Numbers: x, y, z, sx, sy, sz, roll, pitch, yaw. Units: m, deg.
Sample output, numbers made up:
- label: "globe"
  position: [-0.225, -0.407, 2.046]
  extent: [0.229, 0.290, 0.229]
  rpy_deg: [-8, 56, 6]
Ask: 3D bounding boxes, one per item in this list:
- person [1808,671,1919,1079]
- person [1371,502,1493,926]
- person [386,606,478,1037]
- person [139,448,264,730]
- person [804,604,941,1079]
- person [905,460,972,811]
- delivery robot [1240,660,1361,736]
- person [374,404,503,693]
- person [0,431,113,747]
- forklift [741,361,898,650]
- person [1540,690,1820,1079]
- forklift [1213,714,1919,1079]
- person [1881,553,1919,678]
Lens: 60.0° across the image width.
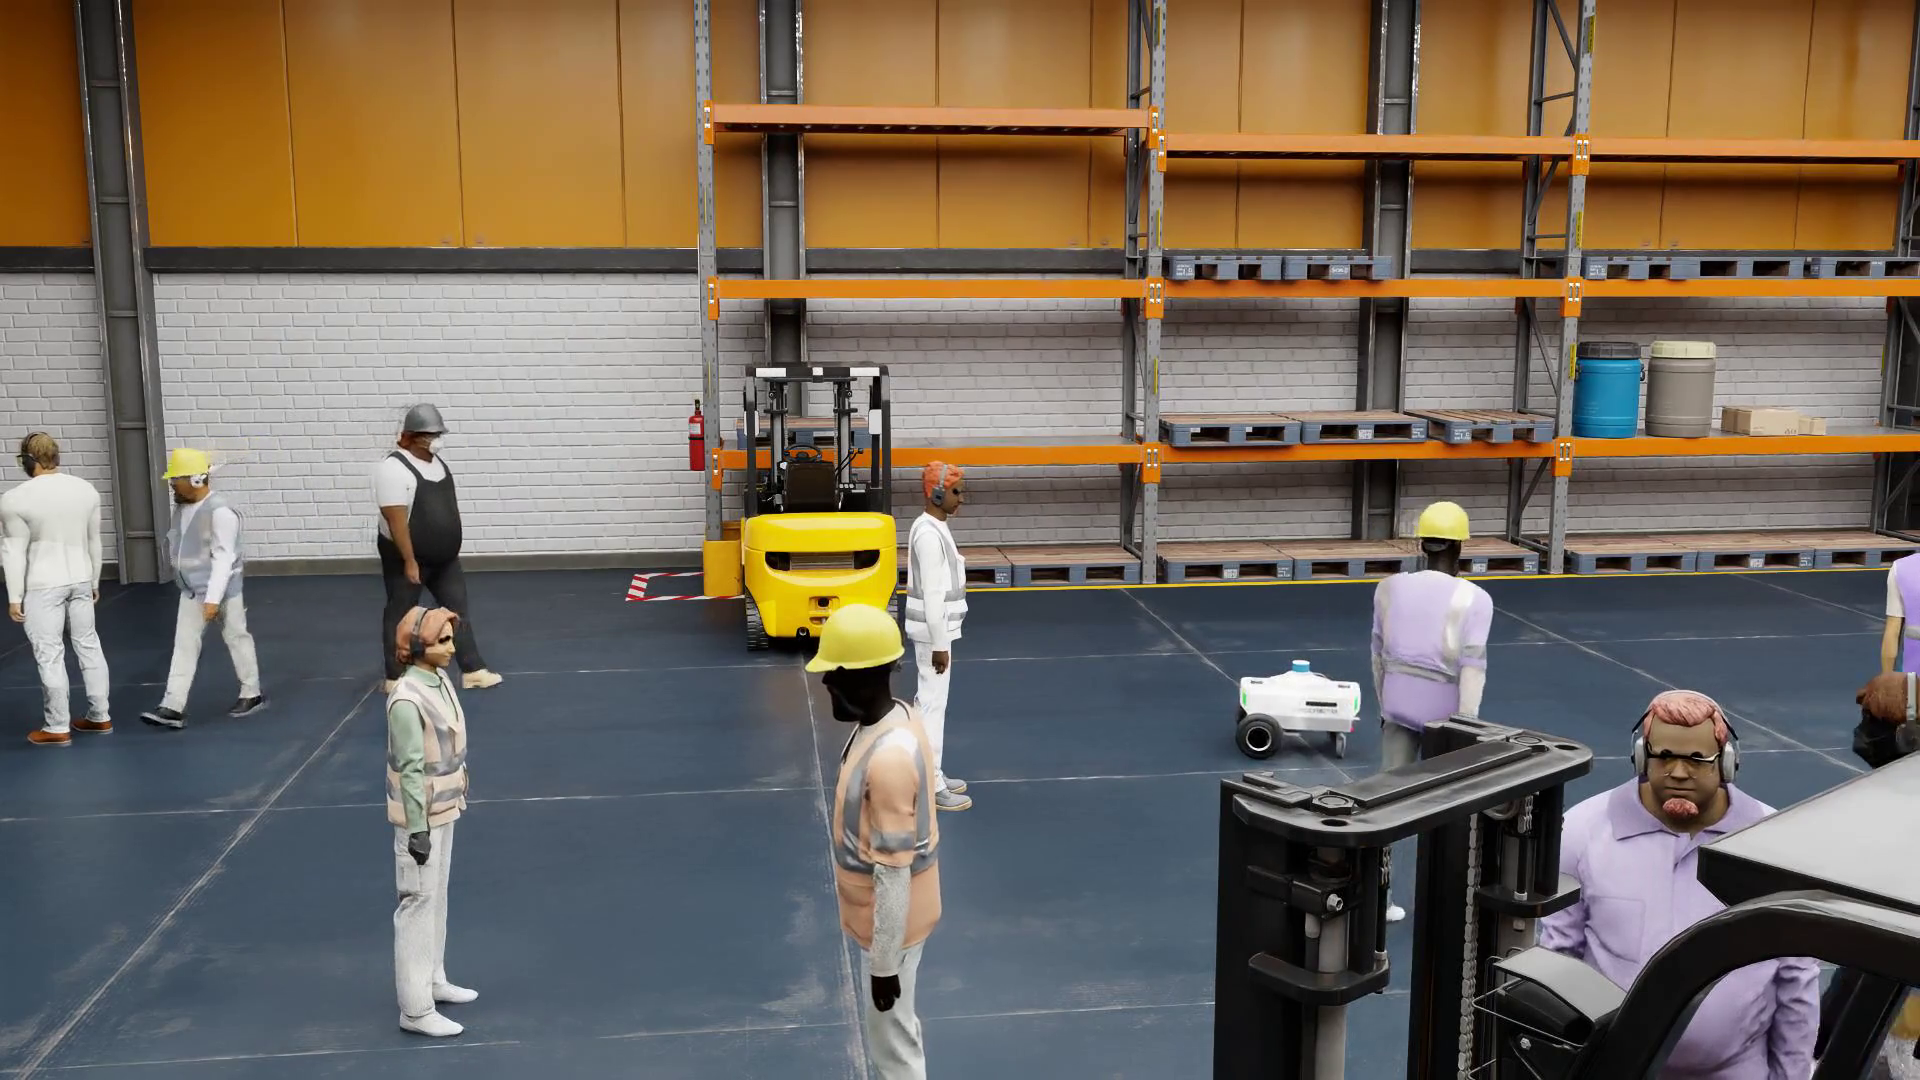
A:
- label: "person"
  position: [2.520, 1.257, 4.613]
  extent: [0.856, 1.806, 0.649]
  rpy_deg: [4, 10, 25]
- label: "person"
  position: [2.106, 0.766, 7.482]
  extent: [0.594, 1.864, 1.004]
  rpy_deg: [8, 12, 42]
- label: "person"
  position: [-2.033, 1.059, 6.369]
  extent: [0.311, 1.636, 0.523]
  rpy_deg: [-1, 9, -5]
- label: "person"
  position: [-4.848, 0.309, 10.585]
  extent: [0.590, 1.777, 0.893]
  rpy_deg: [4, 10, 25]
- label: "person"
  position: [-0.259, 1.135, 5.037]
  extent: [0.401, 1.919, 0.593]
  rpy_deg: [-1, 9, -4]
- label: "person"
  position: [-0.120, 0.510, 9.021]
  extent: [0.356, 1.887, 0.573]
  rpy_deg: [0, 9, -3]
- label: "delivery robot"
  position: [2.047, 0.969, 10.005]
  extent: [0.707, 0.478, 0.477]
  rpy_deg: [2, 9, 11]
- label: "person"
  position: [-3.581, 0.068, 11.299]
  extent: [0.882, 2.000, 0.699]
  rpy_deg: [4, 10, 22]
- label: "person"
  position: [-5.560, 0.297, 10.236]
  extent: [0.380, 1.929, 0.627]
  rpy_deg: [4, 10, 26]
- label: "forklift"
  position: [-1.154, -0.340, 13.365]
  extent: [1.214, 2.155, 2.313]
  rpy_deg: [-1, 9, -7]
- label: "person"
  position: [1.741, 1.296, 4.093]
  extent: [0.647, 1.901, 0.402]
  rpy_deg: [4, 10, 22]
- label: "forklift"
  position: [1.441, 1.425, 2.350]
  extent: [1.214, 2.155, 2.313]
  rpy_deg: [-7, 12, -39]
- label: "person"
  position: [4.697, 0.704, 7.932]
  extent: [0.564, 1.846, 0.394]
  rpy_deg: [3, 10, 19]
